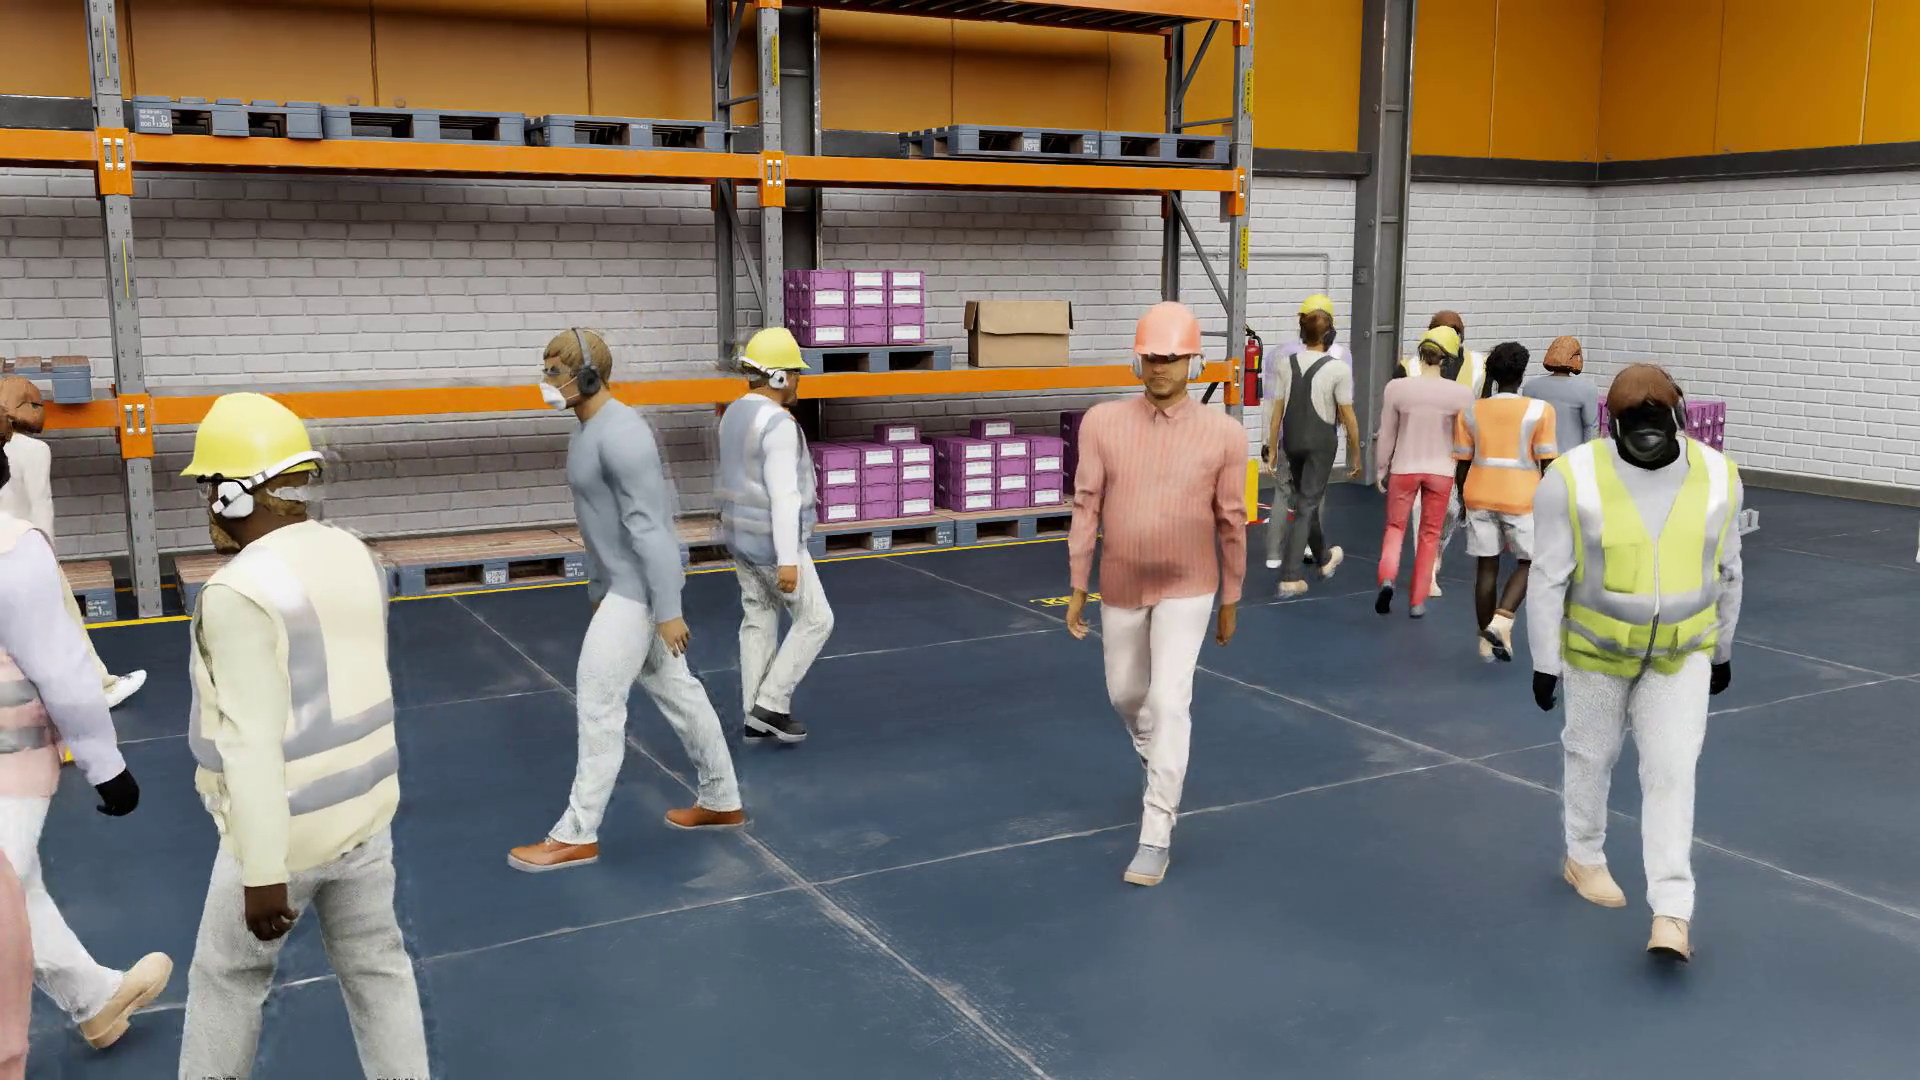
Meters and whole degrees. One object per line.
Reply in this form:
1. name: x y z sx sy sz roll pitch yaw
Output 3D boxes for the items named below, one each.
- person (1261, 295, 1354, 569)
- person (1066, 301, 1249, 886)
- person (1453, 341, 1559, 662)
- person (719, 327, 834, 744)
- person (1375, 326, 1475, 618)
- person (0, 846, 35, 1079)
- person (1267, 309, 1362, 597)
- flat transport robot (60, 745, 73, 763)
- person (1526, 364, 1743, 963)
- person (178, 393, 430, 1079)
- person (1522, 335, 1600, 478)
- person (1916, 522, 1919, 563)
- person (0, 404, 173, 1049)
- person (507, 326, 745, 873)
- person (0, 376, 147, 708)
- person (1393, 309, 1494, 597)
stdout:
1. person: 2.392 -0.735 11.469 0.608 1.880 0.575 3 10 15
2. person: 0.708 0.140 5.879 0.610 1.969 0.922 3 10 19
3. person: 2.800 -0.183 8.623 0.558 1.687 0.422 8 12 39
4. person: -0.800 0.001 7.143 0.435 1.815 0.618 -6 11 -31
5. person: 2.705 -0.375 9.723 0.543 1.738 0.467 3 10 19
6. person: -1.238 0.852 1.796 0.651 1.879 0.892 2 10 12
7. person: 2.315 -0.569 10.672 0.540 1.793 0.959 8 12 41
8. flat transport robot: -4.349 0.836 6.760 1.431 0.197 0.652 -7 12 -37
9. person: 2.070 0.357 5.082 0.671 1.779 0.966 2 9 9
10. person: -1.547 0.584 3.634 0.802 1.799 0.617 2 9 10
11. person: 3.884 -0.507 10.802 0.507 1.632 0.275 7 12 37
12. person: 6.916 -0.744 11.533 0.513 1.872 0.328 -6 11 -32
13. person: -2.278 0.529 3.996 0.634 1.792 0.967 4 10 23
14. person: -1.166 0.194 5.855 0.868 1.879 0.650 -3 10 -19
15. person: -4.150 0.062 7.449 0.516 1.578 0.871 4 10 22
16. person: 3.075 -0.578 10.716 0.633 1.816 0.802 0 9 2
